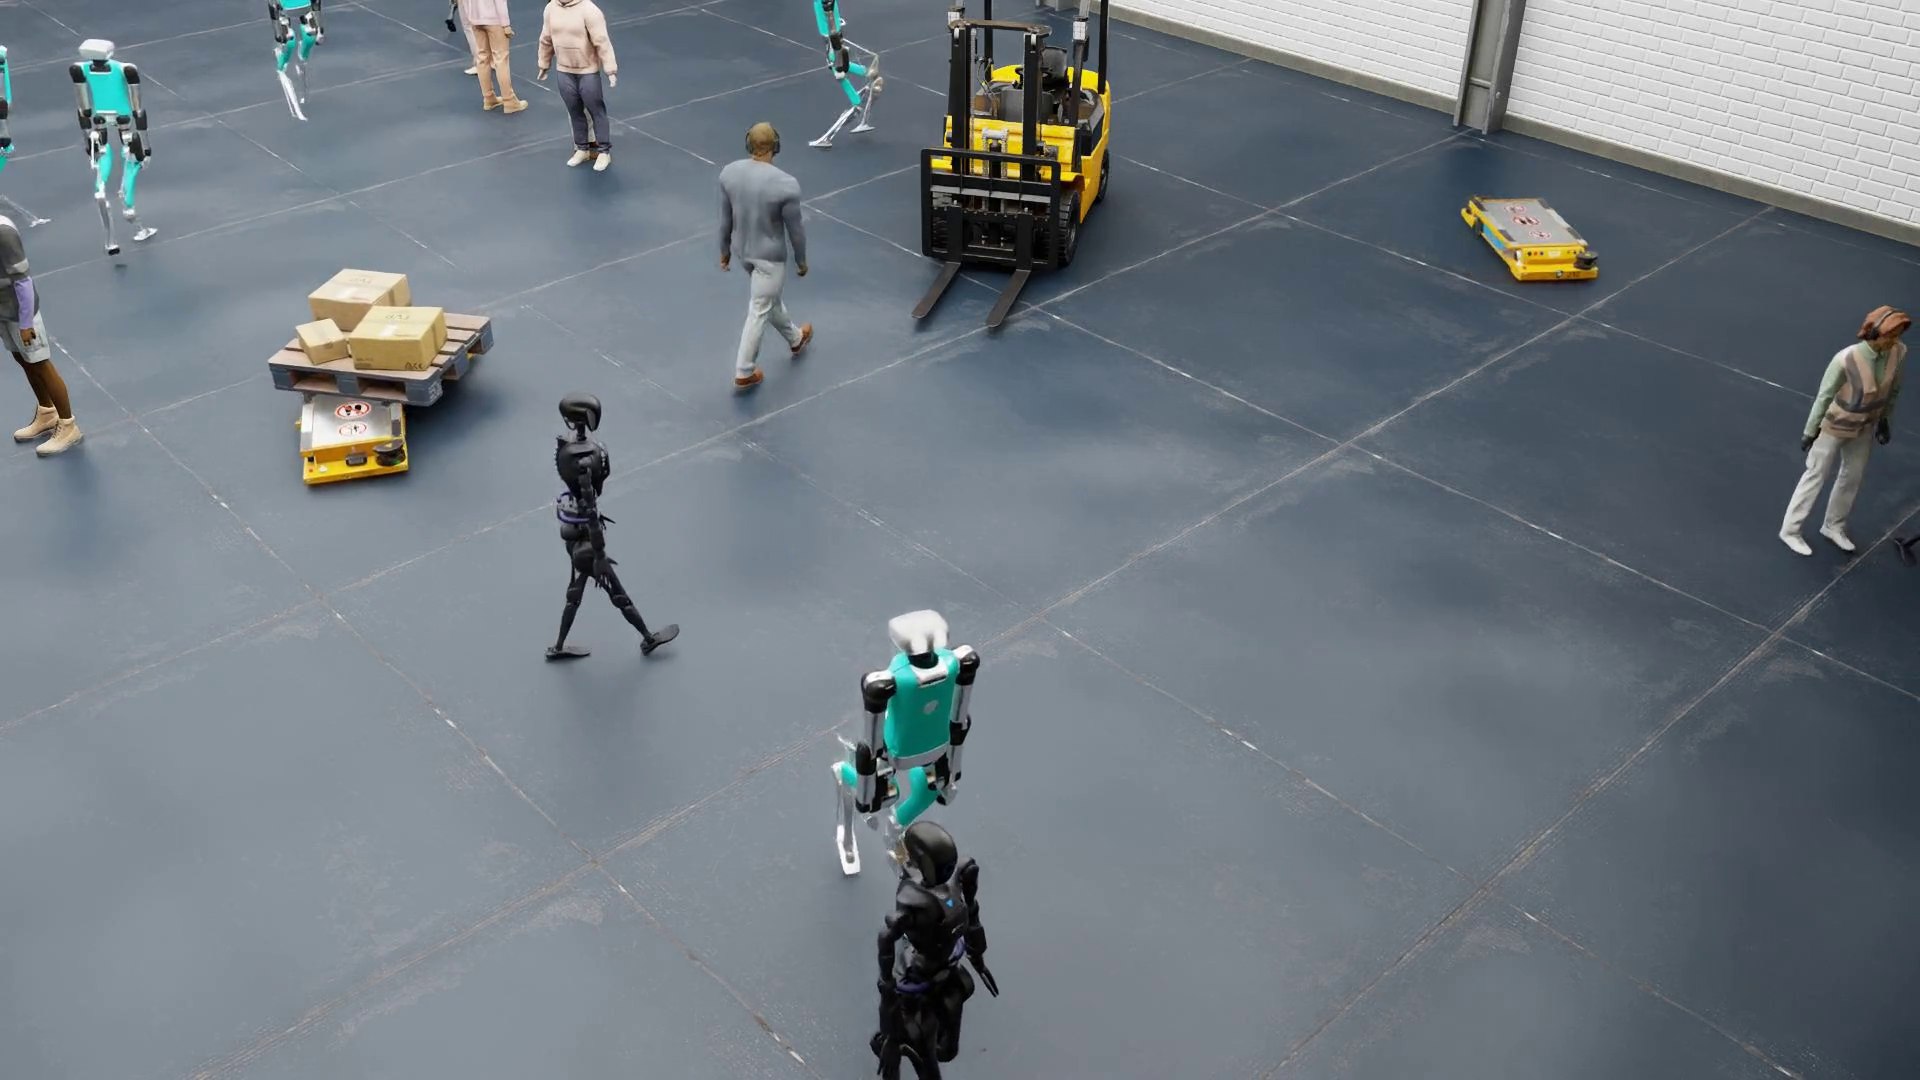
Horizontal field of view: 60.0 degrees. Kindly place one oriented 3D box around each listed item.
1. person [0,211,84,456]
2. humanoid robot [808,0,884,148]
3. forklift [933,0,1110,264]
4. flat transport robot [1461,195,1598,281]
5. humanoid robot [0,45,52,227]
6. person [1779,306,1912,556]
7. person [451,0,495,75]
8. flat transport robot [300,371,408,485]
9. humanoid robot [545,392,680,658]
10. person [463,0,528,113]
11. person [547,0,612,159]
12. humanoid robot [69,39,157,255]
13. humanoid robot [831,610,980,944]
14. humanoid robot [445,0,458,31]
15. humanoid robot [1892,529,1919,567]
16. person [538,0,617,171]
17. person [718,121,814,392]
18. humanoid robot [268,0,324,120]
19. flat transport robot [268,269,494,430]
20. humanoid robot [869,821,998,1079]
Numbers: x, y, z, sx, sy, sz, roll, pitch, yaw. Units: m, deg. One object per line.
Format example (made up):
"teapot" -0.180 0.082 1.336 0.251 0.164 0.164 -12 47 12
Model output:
"person" -6.233 -1.518 10.887 0.605 2.038 0.377 26 41 34
"humanoid robot" -1.043 -4.610 15.918 0.932 1.772 0.552 -8 34 -13
"forklift" 0.570 -3.725 14.138 1.214 2.155 2.313 9 34 13
"flat transport robot" 4.827 -2.579 14.137 0.659 0.231 1.431 -3 33 -4
"humanoid robot" -8.418 -3.392 14.086 1.020 1.758 0.558 -22 39 -30
"person" 5.280 -0.653 9.921 0.540 1.629 0.363 -12 35 -18
"person" -5.269 -5.923 17.914 0.332 1.760 0.530 20 38 28
"flat transport robot" -4.169 -0.837 11.460 0.659 0.231 1.431 -9 34 -14
"humanoid robot" -1.976 -0.067 9.018 0.748 1.631 0.589 -10 34 -14
"person" -4.770 -5.216 16.803 0.524 1.781 0.403 17 37 24
"person" -3.625 -4.561 15.712 0.414 1.877 0.552 4 33 6
"humanoid robot" -6.975 -3.132 13.673 0.575 1.774 0.995 -3 33 -5
"humanoid robot" -0.331 0.951 7.423 0.565 1.774 1.044 -18 37 -25
"humanoid robot" -5.803 -6.676 19.139 0.590 1.644 0.405 9 34 13
"humanoid robot" 5.885 -0.410 9.573 0.596 1.612 0.823 -9 34 -14
"person" -3.542 -4.390 15.470 0.810 1.855 0.435 10 34 15
"person" -1.383 -2.042 11.844 0.635 1.865 1.011 19 38 27
"humanoid robot" -6.793 -5.148 16.822 0.852 1.846 0.545 27 42 35
"flat transport robot" -4.099 -1.157 11.951 0.659 0.231 1.431 7 34 11
"humanoid robot" -0.155 1.692 6.312 0.690 1.643 0.609 24 40 32
